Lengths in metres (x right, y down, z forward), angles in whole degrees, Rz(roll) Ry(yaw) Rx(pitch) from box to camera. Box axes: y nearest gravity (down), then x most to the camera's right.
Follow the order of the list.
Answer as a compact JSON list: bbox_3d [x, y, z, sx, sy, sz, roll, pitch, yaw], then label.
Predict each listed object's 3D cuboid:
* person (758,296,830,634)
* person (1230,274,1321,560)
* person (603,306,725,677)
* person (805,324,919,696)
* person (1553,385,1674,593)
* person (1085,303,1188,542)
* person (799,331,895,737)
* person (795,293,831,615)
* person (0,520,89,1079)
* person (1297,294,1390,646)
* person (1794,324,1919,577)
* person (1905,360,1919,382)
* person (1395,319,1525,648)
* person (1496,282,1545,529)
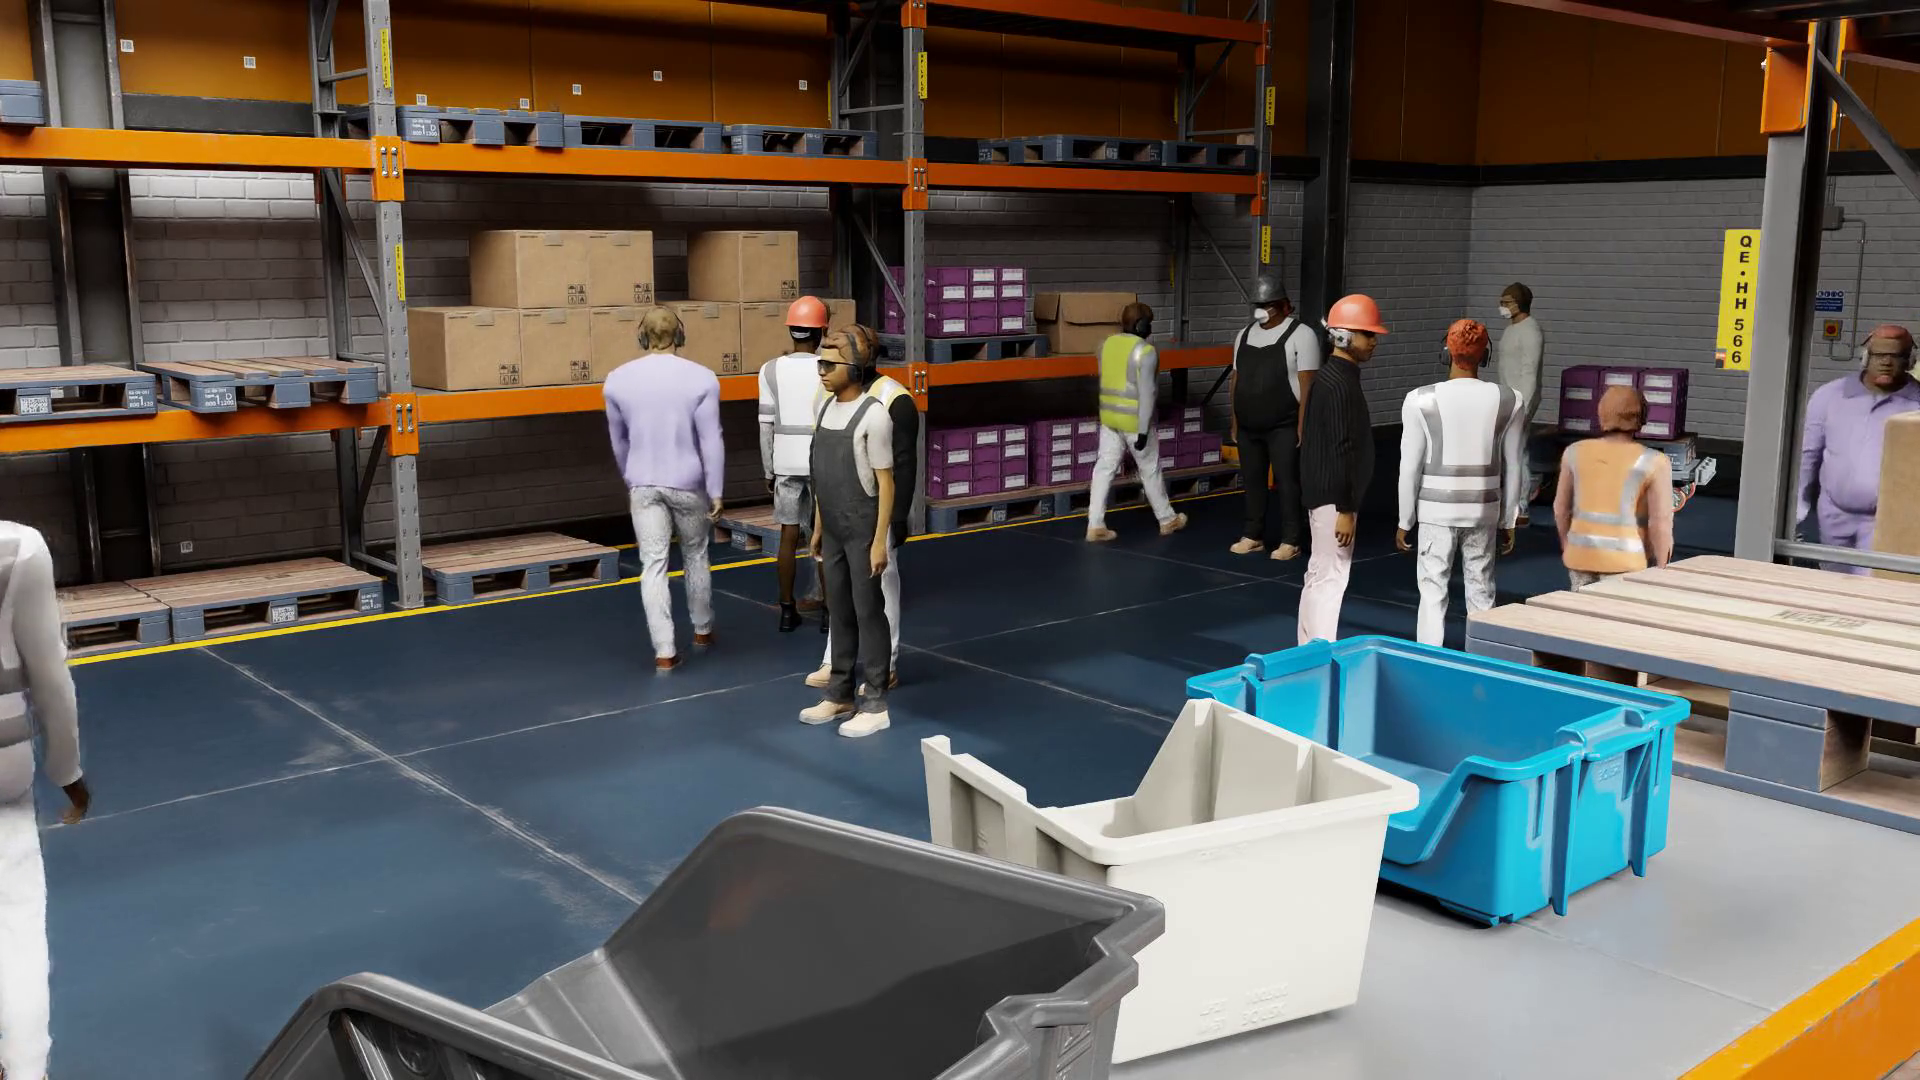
[{"bbox_3d":[-0.870,-0.423,9.549,0.551,1.937,0.357,2,10,11],"label":"person"},{"bbox_3d":[2.182,-0.884,11.842,0.685,2.000,0.535,10,14,43],"label":"person"},{"bbox_3d":[-1.549,-0.284,8.860,0.637,1.894,0.915,0,10,-2],"label":"person"},{"bbox_3d":[-0.510,-0.147,8.272,0.620,1.845,0.430,7,12,36],"label":"person"},{"bbox_3d":[2.871,0.126,7.388,0.399,1.611,0.552,-9,13,-40],"label":"person"},{"bbox_3d":[1.321,-0.892,12.598,0.944,1.791,0.622,-9,13,-40],"label":"person"},{"bbox_3d":[-0.502,-0.027,7.589,0.351,1.847,0.507,-8,13,-39],"label":"person"},{"bbox_3d":[-0.850,-0.515,10.063,0.350,1.938,0.636,2,10,12],"label":"person"},{"bbox_3d":[-2.487,0.594,4.067,0.627,1.872,0.438,-5,11,-25],"label":"person"},{"bbox_3d":[1.857,-0.196,8.125,0.392,1.989,0.617,1,10,5],"label":"person"},{"bbox_3d":[4.476,-0.140,8.208,0.646,1.863,1.006,8,13,38],"label":"person"},{"bbox_3d":[6.078,-0.493,10.285,0.599,1.810,0.612,-5,11,-26],"label":"person"},{"bbox_3d":[2.362,-0.101,7.899,0.578,1.883,0.353,0,10,3],"label":"person"},{"bbox_3d":[4.396,-1.061,13.149,0.373,1.931,0.639,1,10,5],"label":"person"}]
